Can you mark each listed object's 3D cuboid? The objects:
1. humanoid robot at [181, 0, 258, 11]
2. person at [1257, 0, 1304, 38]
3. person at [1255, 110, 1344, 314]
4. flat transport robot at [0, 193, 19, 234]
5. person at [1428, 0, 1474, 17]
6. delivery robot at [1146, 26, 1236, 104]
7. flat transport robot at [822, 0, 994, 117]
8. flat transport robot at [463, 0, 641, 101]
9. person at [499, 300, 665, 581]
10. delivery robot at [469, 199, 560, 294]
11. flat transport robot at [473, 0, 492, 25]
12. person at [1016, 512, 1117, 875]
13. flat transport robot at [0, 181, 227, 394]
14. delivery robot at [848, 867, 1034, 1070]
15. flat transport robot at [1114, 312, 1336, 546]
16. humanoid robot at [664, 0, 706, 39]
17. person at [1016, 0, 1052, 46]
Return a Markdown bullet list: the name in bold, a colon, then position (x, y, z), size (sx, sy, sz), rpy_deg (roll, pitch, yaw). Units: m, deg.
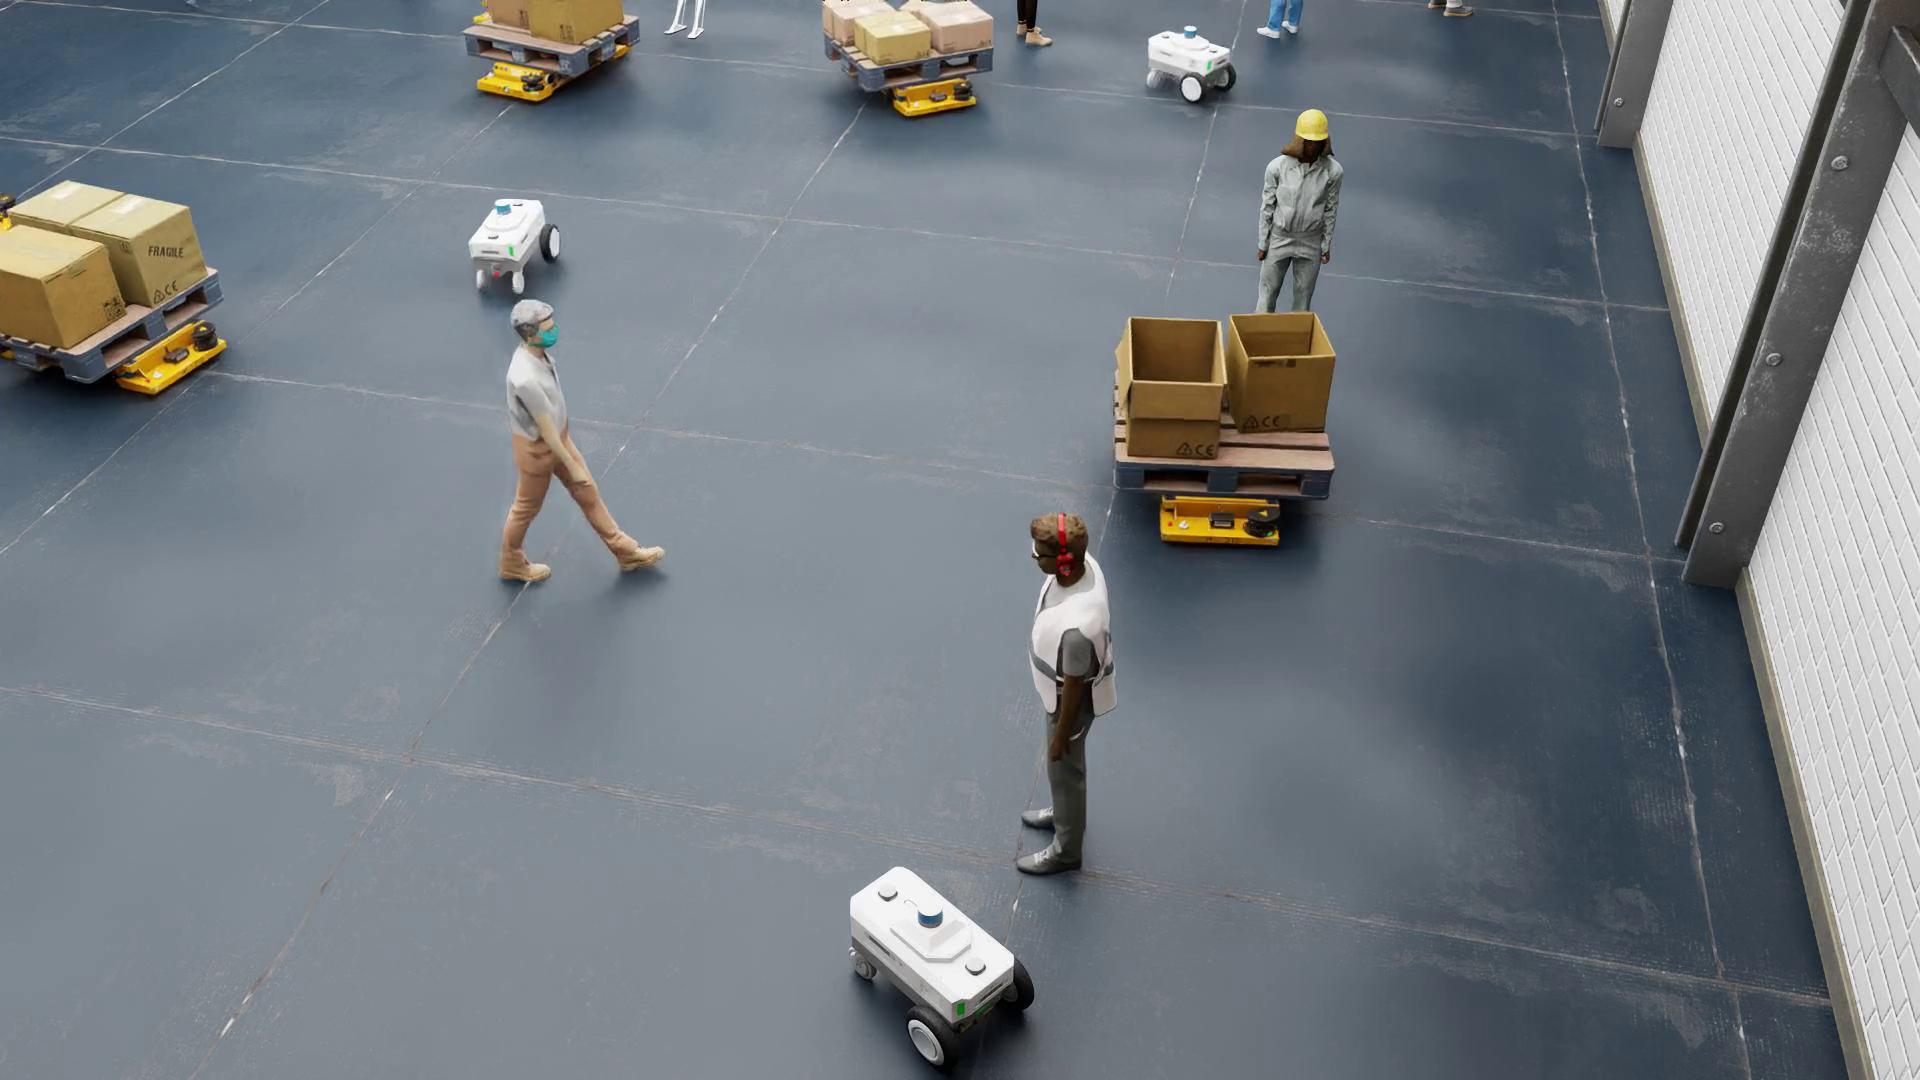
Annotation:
- **humanoid robot**: position (-7.321, -5.933, 15.959), size (1.015, 1.769, 0.530), rpy_deg (-31, 46, -34)
- **person**: position (3.046, -5.533, 15.404), size (0.488, 1.729, 0.368), rpy_deg (-20, 41, -25)
- **person**: position (2.116, -1.874, 10.493), size (0.486, 1.746, 0.289), rpy_deg (1, 37, 1)
- **flat transport robot**: position (-7.791, -2.320, 12.323), size (1.431, 0.231, 0.659), rpy_deg (-3, 37, -3)
- **person**: position (4.811, -5.975, 15.865), size (0.356, 1.885, 0.573), rpy_deg (-13, 39, -17)
- **delivery robot**: position (2.010, -4.183, 14.577), size (0.766, 0.594, 0.528), rpy_deg (29, 46, 33)
- **flat transport robot**: position (-0.454, -4.123, 14.736), size (0.659, 0.231, 1.431), rpy_deg (-16, 40, -20)
- **flat transport robot**: position (-3.648, -4.334, 15.018), size (0.659, 0.231, 1.431), rpy_deg (16, 40, 21)
- **person**: position (-2.110, -0.483, 8.672), size (0.924, 1.694, 0.457), rpy_deg (1, 37, 2)
- **delivery robot**: position (-3.204, -2.136, 11.850), size (0.499, 0.609, 0.805), rpy_deg (4, 37, 5)
- **flat transport robot**: position (-4.025, -5.281, 16.286), size (0.659, 0.231, 1.431), rpy_deg (20, 41, 25)
- **person**: position (0.456, 0.650, 7.046), size (0.411, 1.832, 0.564), rpy_deg (0, 37, 1)
- **flat transport robot**: position (-5.649, -1.322, 10.987), size (1.431, 0.231, 0.659), rpy_deg (14, 39, 18)
- **delivery robot**: position (-0.102, 1.697, 6.725), size (0.499, 0.614, 0.815), rpy_deg (-30, 46, -33)
- **flat transport robot**: position (1.500, -0.462, 9.837), size (0.659, 0.231, 1.431), rpy_deg (3, 37, 3)
- **humanoid robot**: position (-2.523, -5.469, 15.203), size (0.533, 1.673, 0.735), rpy_deg (17, 40, 21)
- **person**: position (0.688, -5.417, 15.273), size (0.315, 1.695, 0.540), rpy_deg (-9, 38, -12)
